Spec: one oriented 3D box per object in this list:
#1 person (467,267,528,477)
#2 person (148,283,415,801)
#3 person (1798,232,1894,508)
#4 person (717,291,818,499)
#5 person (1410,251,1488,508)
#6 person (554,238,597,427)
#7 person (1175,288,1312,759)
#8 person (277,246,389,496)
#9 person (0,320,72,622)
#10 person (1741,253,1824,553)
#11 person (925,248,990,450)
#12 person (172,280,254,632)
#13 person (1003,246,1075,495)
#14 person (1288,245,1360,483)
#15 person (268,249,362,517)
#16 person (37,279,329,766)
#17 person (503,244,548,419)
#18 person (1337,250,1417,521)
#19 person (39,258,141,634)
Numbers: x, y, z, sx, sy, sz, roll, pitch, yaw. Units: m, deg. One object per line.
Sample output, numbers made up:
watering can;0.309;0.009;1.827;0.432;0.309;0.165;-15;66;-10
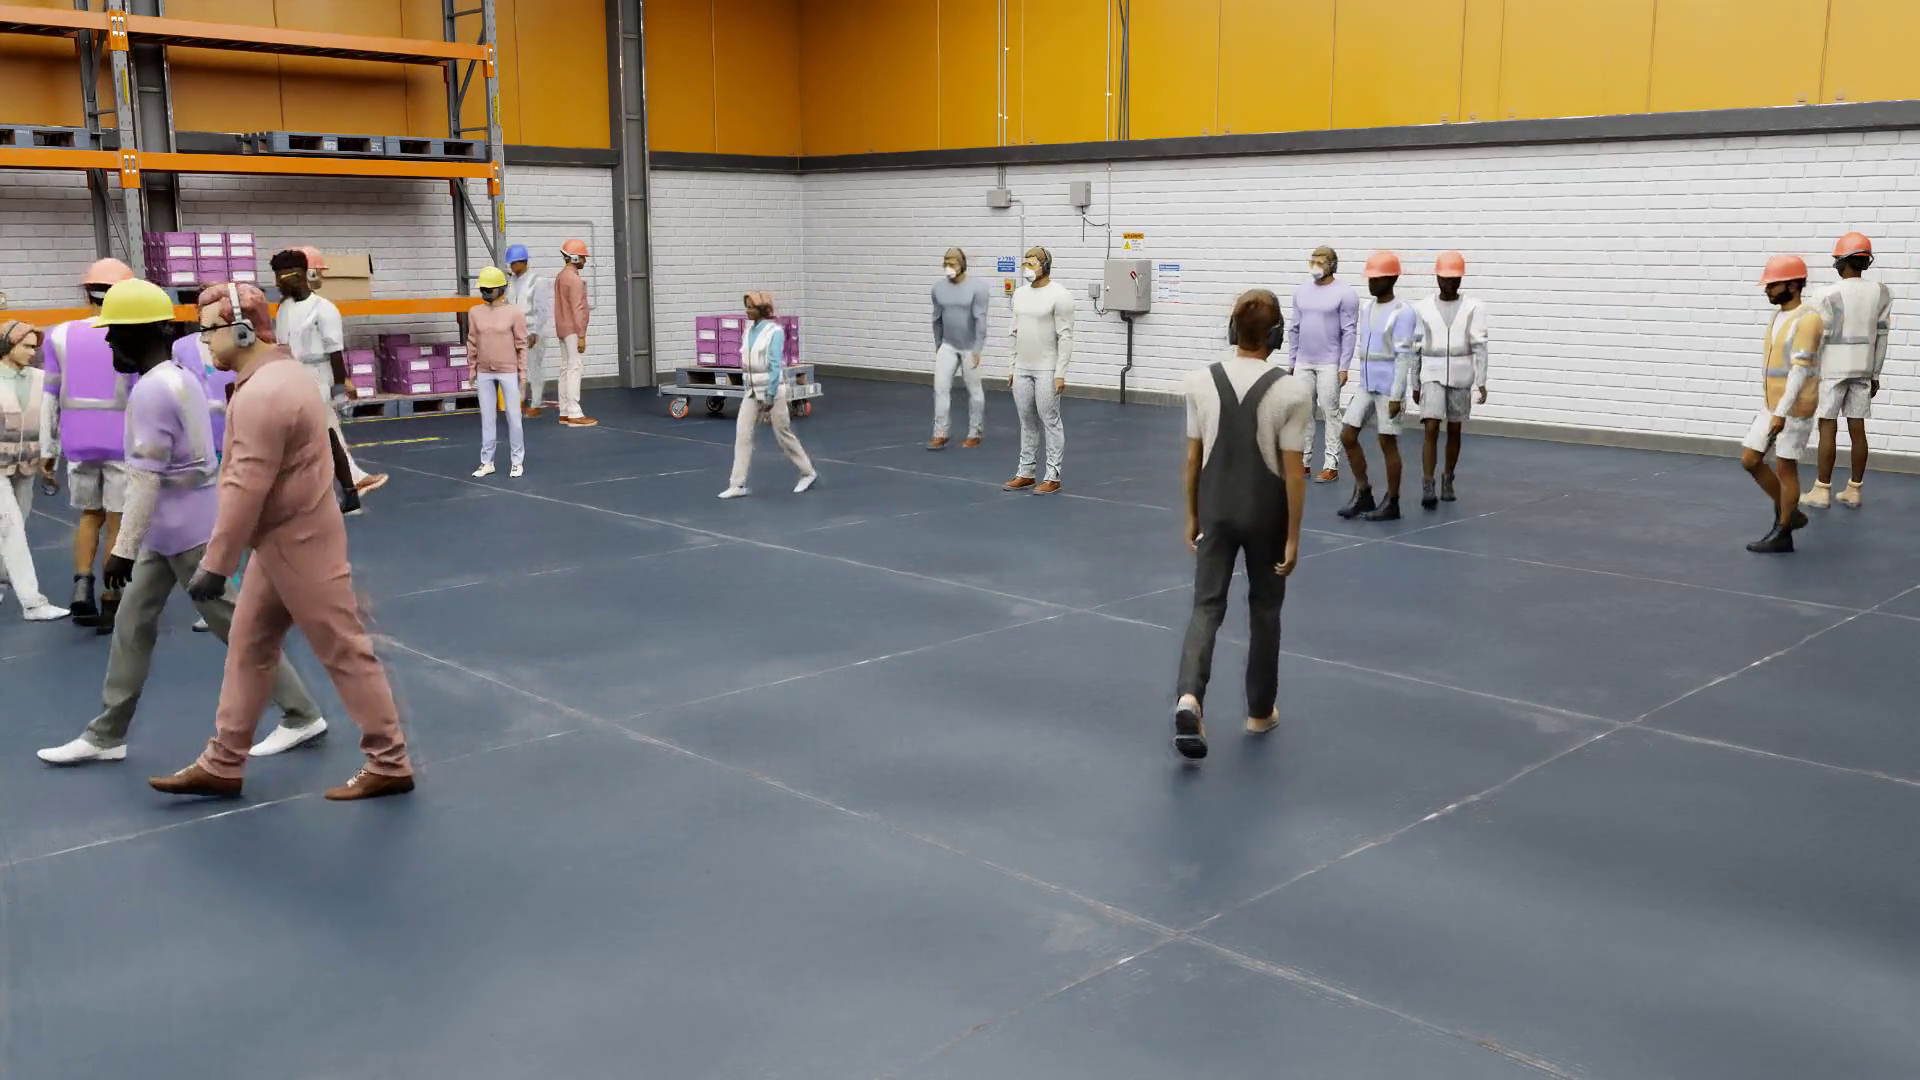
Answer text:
person;-3.873;-1.396;13.923;0.523;1.763;0.329;1;10;8
person;-2.428;0.046;5.816;0.994;1.853;0.633;-4;11;-21
person;6.555;-1.252;12.365;0.606;2.044;0.373;-1;10;-5
person;-1.487;-1.139;12.936;0.508;1.605;0.829;10;14;43
person;3.636;-1.185;12.402;0.564;1.895;0.958;3;11;14
person;-4.092;-2.199;17.692;0.401;1.986;0.613;-6;12;-31
person;1.089;-0.061;6.469;0.516;1.825;0.818;4;11;23
person;-4.857;-1.230;12.539;1.042;1.940;0.615;-9;14;-40
person;-5.044;-0.366;8.785;0.736;1.591;0.527;5;11;24
person;5.205;-0.851;10.542;0.413;1.915;0.540;-1;10;-4
person;-0.029;-1.774;15.605;0.637;1.899;0.811;5;12;26
person;-3.866;-0.481;8.856;0.582;1.798;0.998;2;11;13
person;0.612;-1.323;13.038;0.372;1.940;0.630;-10;15;-44
person;2.956;-1.440;13.678;0.372;1.940;0.630;-10;15;-44
person;-4.644;-1.067;11.686;0.615;1.909;0.903;9;14;40
person;-2.980;-0.056;6.347;1.033;1.870;0.586;-5;11;-23
person;-4.806;-2.285;18.338;0.602;1.921;0.486;4;11;21
person;2.916;-1.072;11.724;0.585;1.914;0.565;-5;12;-26
person;-4.336;-0.470;8.456;0.601;1.909;0.464;-1;10;-5
